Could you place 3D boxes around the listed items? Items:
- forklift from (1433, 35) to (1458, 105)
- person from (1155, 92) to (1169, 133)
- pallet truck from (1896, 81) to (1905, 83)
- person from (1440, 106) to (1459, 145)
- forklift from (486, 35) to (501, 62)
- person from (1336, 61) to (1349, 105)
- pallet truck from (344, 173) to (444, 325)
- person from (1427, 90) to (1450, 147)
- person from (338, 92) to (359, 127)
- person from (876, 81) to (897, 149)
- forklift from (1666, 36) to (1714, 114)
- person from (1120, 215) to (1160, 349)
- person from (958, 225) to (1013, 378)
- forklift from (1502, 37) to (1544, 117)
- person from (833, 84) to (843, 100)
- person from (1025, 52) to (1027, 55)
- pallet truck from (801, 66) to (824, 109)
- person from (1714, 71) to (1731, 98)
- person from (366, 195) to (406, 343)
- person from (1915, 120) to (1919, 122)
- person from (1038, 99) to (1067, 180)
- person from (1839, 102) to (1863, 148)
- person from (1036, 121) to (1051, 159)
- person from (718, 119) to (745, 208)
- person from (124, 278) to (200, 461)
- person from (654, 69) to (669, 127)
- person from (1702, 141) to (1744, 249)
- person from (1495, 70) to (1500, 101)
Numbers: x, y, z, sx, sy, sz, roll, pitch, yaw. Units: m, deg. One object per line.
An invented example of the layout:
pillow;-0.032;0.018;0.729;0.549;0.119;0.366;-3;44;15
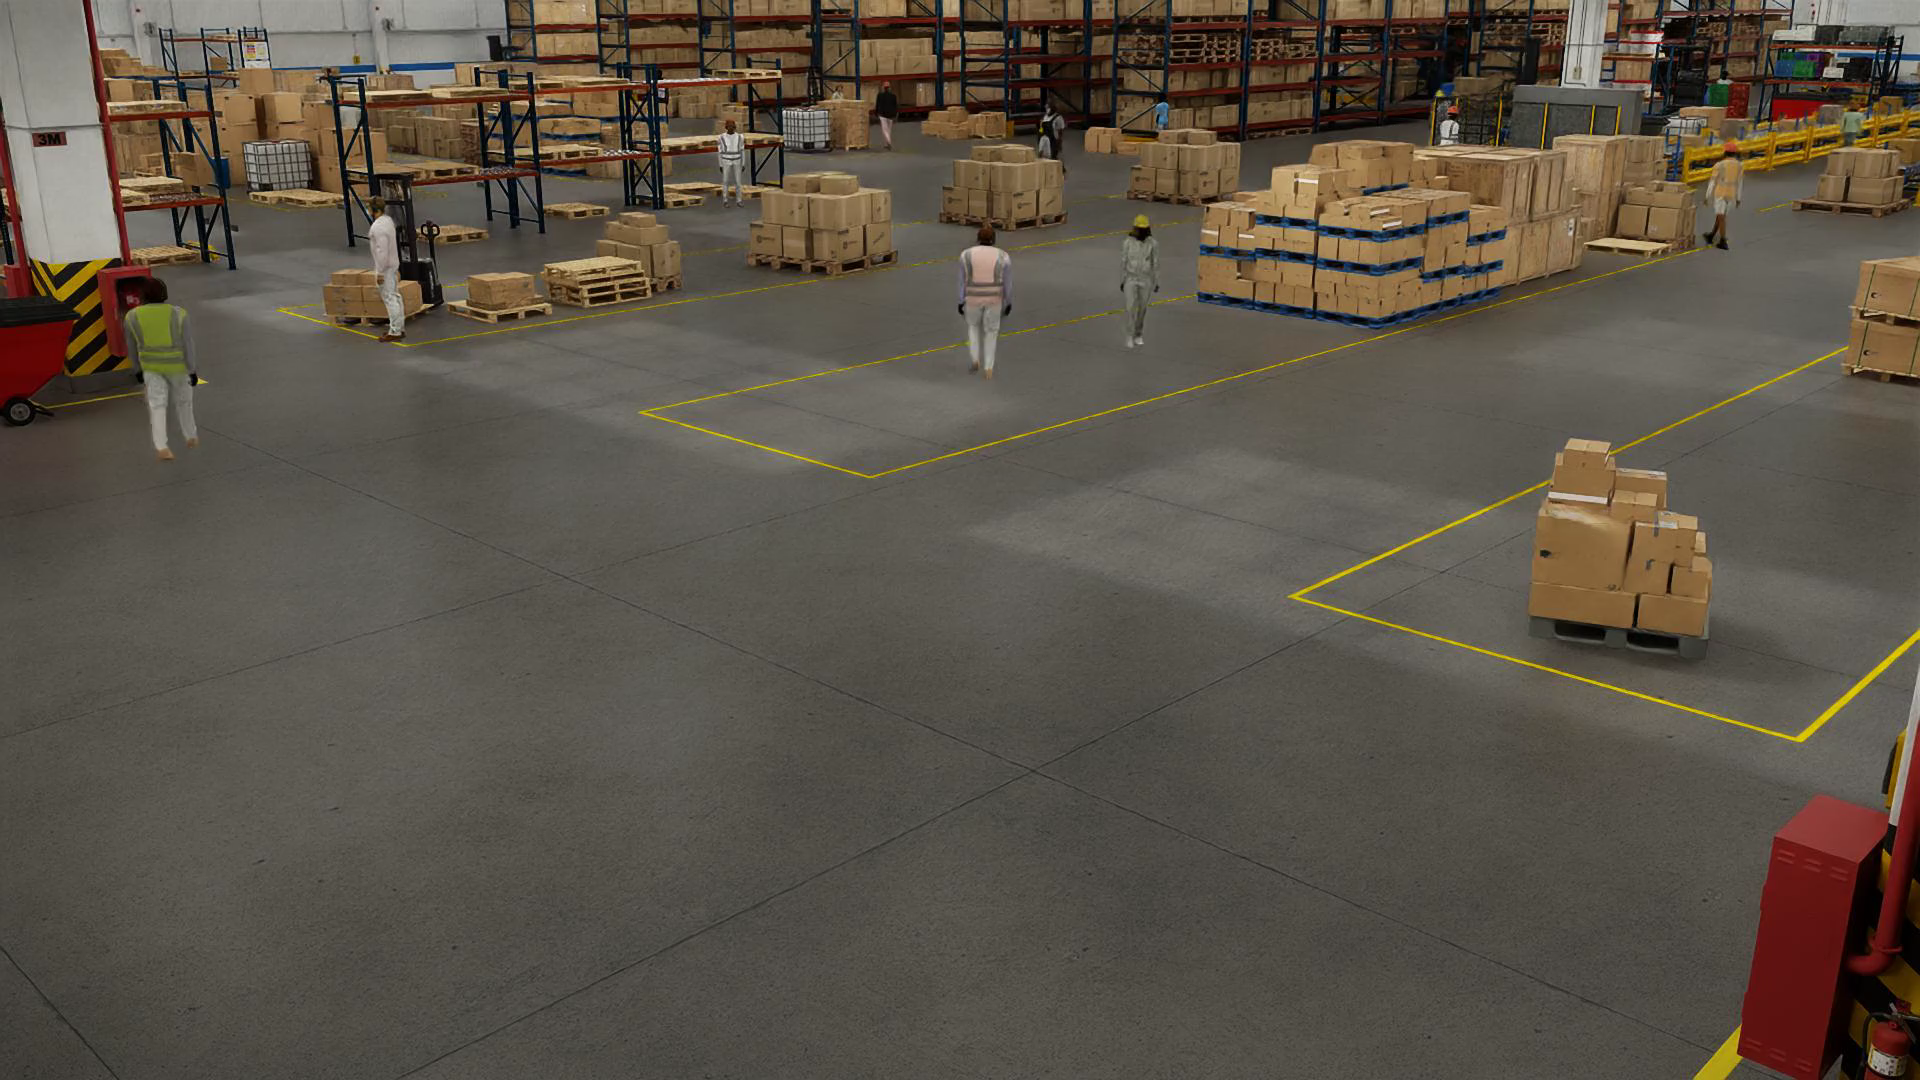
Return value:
forklift;18.387;-17.661;62.991;1.873;2.768;1.129;16;24;40
person;5.765;-11.929;47.571;0.322;1.697;0.533;17;25;41
pallet truck;34.802;-16.331;61.455;0.653;1.274;1.630;17;25;41
person;11.420;-9.143;38.828;0.399;1.928;0.541;-10;21;-27
forklift;-17.571;-17.681;63.052;1.873;2.768;1.129;-2;18;-6
person;15.471;-18.529;67.268;0.579;1.814;0.605;16;24;39
pallet truck;-8.209;-4.181;23.757;0.823;1.965;1.885;3;19;9
person;13.459;-11.753;46.901;0.617;1.781;0.914;14;23;36
person;-16.281;-10.979;44.385;0.574;1.904;0.709;15;23;37
person;-2.133;-12.387;48.529;0.618;1.975;0.807;-5;19;-15
forklift;27.341;-17.291;61.877;1.129;2.768;1.873;17;25;41
person;2.360;-3.368;21.725;0.505;1.722;0.666;-2;18;-5
person;0.318;-2.914;20.217;0.666;1.817;0.681;2;18;5
forklift;20.723;-16.776;60.326;1.873;2.768;1.129;10;21;28
person;-3.845;-13.576;52.628;0.312;1.638;0.512;9;20;25
person;3.049;-21.369;75.691;0.399;1.905;0.642;14;23;37
pallet truck;-4.812;-15.182;56.903;0.823;1.965;1.885;-9;21;-26
person;27.600;-16.139;60.264;0.557;1.676;0.526;15;24;38
person;-7.631;-3.598;22.094;0.352;1.937;0.635;-2;18;-5
person;34.081;-15.523;58.374;0.923;1.714;0.543;12;22;31
person;2.187;-9.549;39.865;0.698;2.000;0.692;-16;24;-39
person;24.135;-11.024;45.005;0.522;1.595;0.800;17;25;41
person;1.716;-7.941;35.333;0.617;1.849;0.539;2;19;7
person;-4.899;-8.084;35.718;0.574;1.876;0.356;-6;19;-18
person;-7.983;-1.723;16.675;0.641;1.798;0.950;-4;19;-12
person;-10.132;-14.985;56.452;0.588;1.911;0.396;8;20;22
person;13.861;-6.285;30.268;0.565;1.882;0.975;-2;18;-5
person;22.348;-19.056;68.702;0.560;1.923;0.413;16;24;40
